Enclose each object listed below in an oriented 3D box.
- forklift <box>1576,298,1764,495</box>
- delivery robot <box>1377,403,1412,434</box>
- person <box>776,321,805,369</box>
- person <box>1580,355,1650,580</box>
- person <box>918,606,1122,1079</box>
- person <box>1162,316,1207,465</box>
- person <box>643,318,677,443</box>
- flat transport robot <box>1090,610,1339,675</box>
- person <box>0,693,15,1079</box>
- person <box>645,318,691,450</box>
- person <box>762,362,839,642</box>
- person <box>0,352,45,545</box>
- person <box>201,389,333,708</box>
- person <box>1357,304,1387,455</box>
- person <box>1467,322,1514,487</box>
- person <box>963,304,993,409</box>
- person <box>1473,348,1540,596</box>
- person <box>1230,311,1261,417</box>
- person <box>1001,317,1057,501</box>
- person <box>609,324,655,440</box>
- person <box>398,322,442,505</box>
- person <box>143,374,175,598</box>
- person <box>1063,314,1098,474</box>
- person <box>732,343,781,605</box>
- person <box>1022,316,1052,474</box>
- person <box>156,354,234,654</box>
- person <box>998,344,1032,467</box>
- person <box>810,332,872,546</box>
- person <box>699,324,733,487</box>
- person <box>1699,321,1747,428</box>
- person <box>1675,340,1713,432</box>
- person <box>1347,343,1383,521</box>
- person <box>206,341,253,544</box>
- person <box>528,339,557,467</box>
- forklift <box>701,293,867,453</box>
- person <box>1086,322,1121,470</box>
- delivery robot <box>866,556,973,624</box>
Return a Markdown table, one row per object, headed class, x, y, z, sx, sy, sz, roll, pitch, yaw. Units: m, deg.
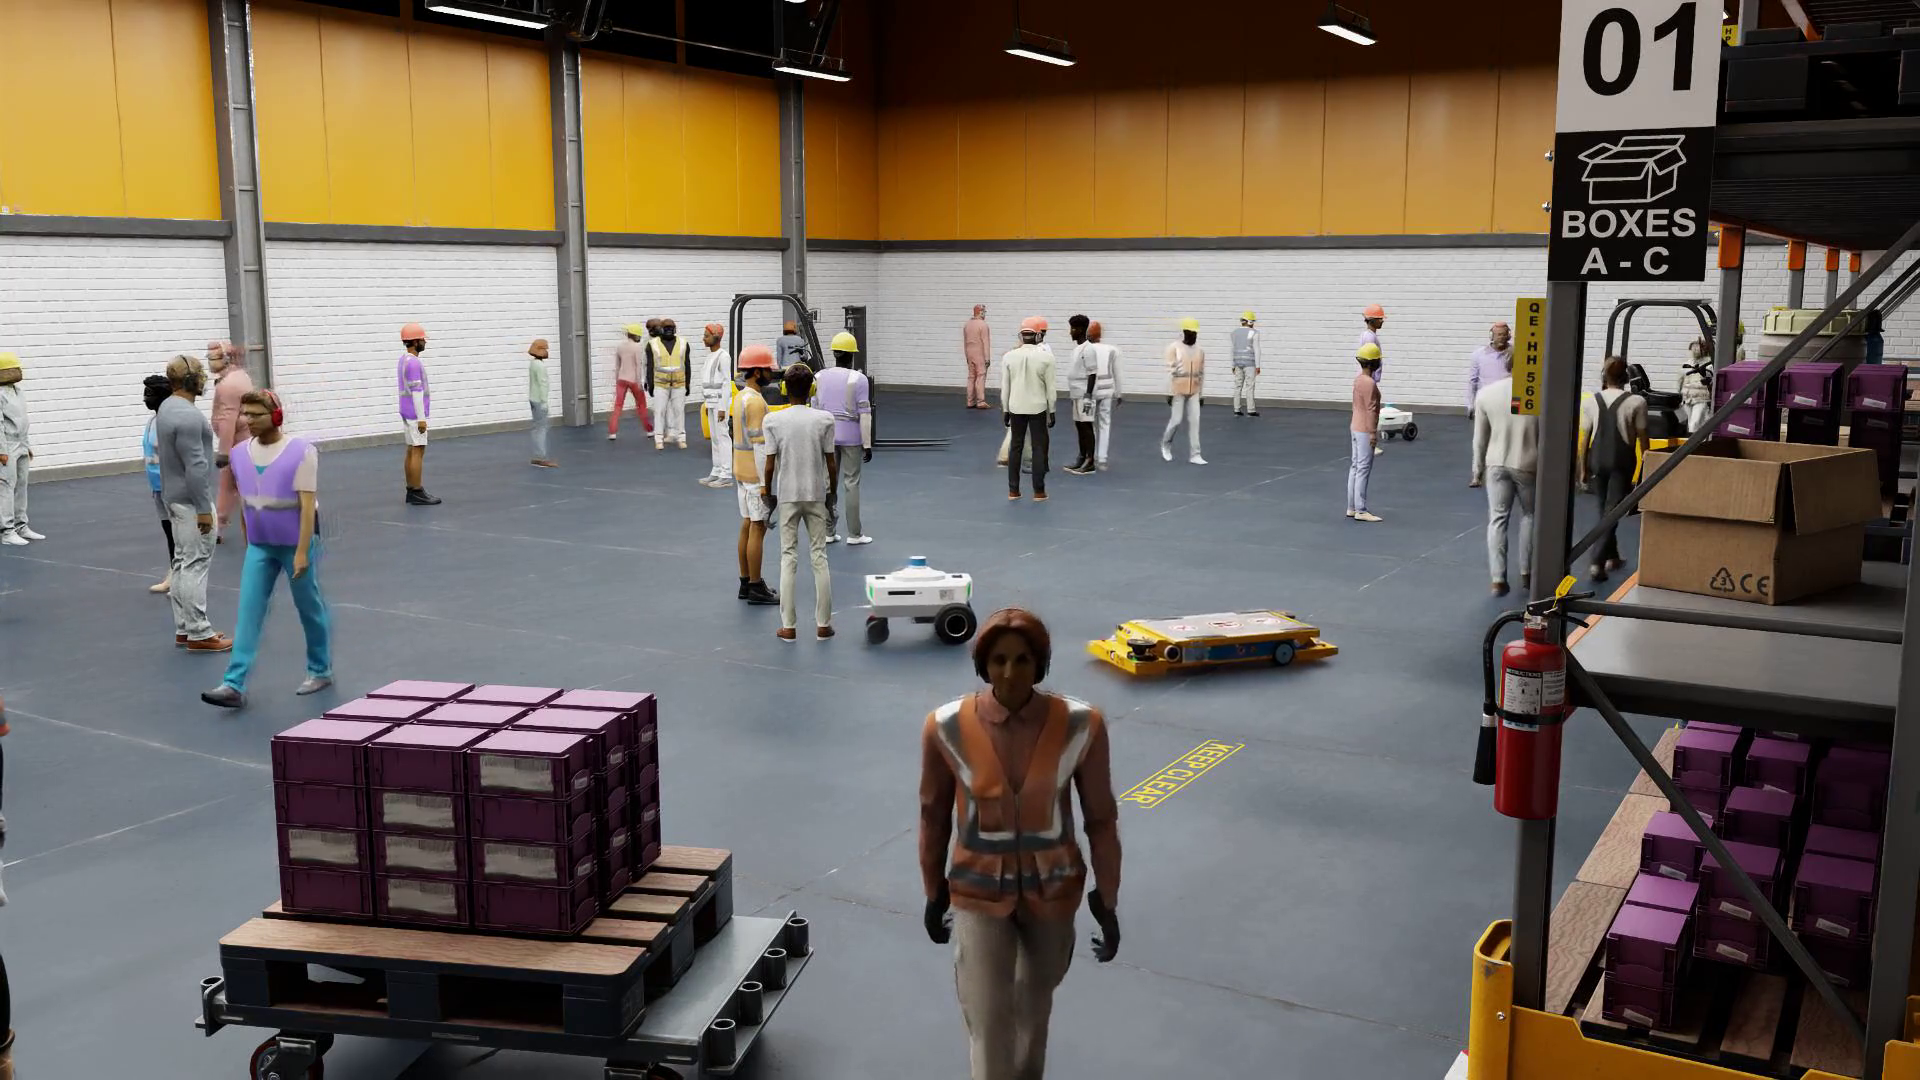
| class | x | y | z | sx | sy | sz | roll | pitch | yaw |
| --- | --- | --- | --- | --- | --- | --- | --- | --- | --- |
| forklift | 7.954 | -1.589 | 18.462 | 2.313 | 2.155 | 1.214 | 5 | 11 | 30 |
| delivery robot | 6.281 | -1.769 | 24.395 | 0.707 | 0.478 | 0.477 | -5 | 10 | -28 |
| person | -2.958 | -3.017 | 29.120 | 0.497 | 1.633 | 0.279 | 0 | 9 | 0 |
| person | 5.281 | -0.591 | 13.466 | 0.507 | 1.805 | 0.960 | 9 | 13 | 43 |
| person | 0.156 | 0.959 | 4.418 | 0.528 | 1.589 | 0.881 | 0 | 9 | -2 |
| person | 2.912 | -1.936 | 21.522 | 0.622 | 1.907 | 0.708 | -4 | 10 | -24 |
| person | -4.317 | -2.317 | 24.169 | 0.716 | 1.818 | 0.457 | 4 | 10 | 24 |
| flat transport robot | 1.613 | 0.635 | 10.562 | 1.431 | 0.197 | 0.652 | -3 | 10 | -20 |
| person | -3.026 | 0.846 | 4.816 | 0.318 | 1.696 | 0.532 | 8 | 12 | 40 |
| person | -4.069 | -2.179 | 23.260 | 0.630 | 1.840 | 0.431 | -3 | 10 | -20 |
| person | -1.066 | -0.250 | 11.113 | 0.516 | 1.873 | 0.329 | -1 | 9 | -9 |
| person | -8.612 | -0.834 | 15.144 | 0.284 | 1.746 | 0.490 | 0 | 9 | -2 |
| person | -3.922 | 0.056 | 9.427 | 0.572 | 1.802 | 0.939 | 2 | 9 | 12 |
| person | 5.581 | -2.173 | 22.575 | 0.371 | 2.044 | 0.607 | 1 | 9 | 7 |
| person | 6.139 | -1.539 | 19.045 | 0.651 | 1.905 | 0.409 | 3 | 10 | 19 |
| person | 0.350 | -3.321 | 30.167 | 0.402 | 1.906 | 0.652 | -7 | 11 | -37 |
| person | 4.303 | -0.554 | 12.867 | 0.653 | 1.904 | 0.871 | 5 | 10 | 28 |
| person | 4.903 | -3.008 | 28.471 | 0.586 | 1.823 | 0.403 | 8 | 12 | 42 |
| person | 0.752 | -1.413 | 18.026 | 0.620 | 1.987 | 0.407 | 3 | 10 | 20 |
| person | -4.871 | -2.343 | 24.674 | 0.605 | 1.708 | 0.799 | 5 | 10 | 29 |
| person | -5.776 | -1.341 | 17.699 | 0.347 | 1.942 | 0.549 | -5 | 10 | -30 |
| person | -6.003 | -0.406 | 12.627 | 0.320 | 1.695 | 0.537 | -9 | 13 | -44 |
| person | 1.500 | -1.785 | 20.398 | 0.369 | 1.963 | 0.609 | -2 | 9 | -11 |
| person | -1.504 | -0.487 | 12.373 | 0.349 | 1.942 | 0.545 | -4 | 10 | -21 |
| person | 0.942 | -1.779 | 20.443 | 0.356 | 1.936 | 0.551 | 2 | 9 | 14 |
| person | -4.977 | -0.232 | 10.786 | 0.358 | 1.938 | 0.636 | -7 | 11 | -37 |
| person | 0.806 | -1.720 | 21.167 | 0.751 | 1.592 | 0.521 | -4 | 10 | -24 |
| person | -1.058 | -0.912 | 15.064 | 0.595 | 1.925 | 0.372 | 4 | 10 | 25 |
| person | -2.807 | -1.547 | 19.170 | 0.354 | 1.883 | 0.573 | -4 | 10 | -26 |
| person | 10.960 | -2.232 | 23.766 | 0.942 | 1.790 | 0.590 | -3 | 9 | -16 |
| person | 9.572 | -1.799 | 21.589 | 0.739 | 1.609 | 0.522 | -6 | 11 | -35 |
| person | 4.049 | -1.074 | 16.565 | 0.296 | 1.772 | 0.533 | 0 | 9 | -2 |
| person | -6.538 | -0.858 | 14.957 | 0.926 | 1.854 | 0.671 | -4 | 10 | -23 |
| person | -5.345 | -1.745 | 21.180 | 0.270 | 1.632 | 0.506 | -5 | 10 | -29 |
| forklift | -2.458 | -2.344 | 23.176 | 2.313 | 2.155 | 1.214 | 0 | 9 | -2 |
| person | 1.734 | -1.795 | 20.877 | 0.646 | 1.869 | 0.669 | -2 | 9 | -10 |
| delivery robot | -0.279 | 0.351 | 11.159 | 0.707 | 0.478 | 0.477 | -1 | 9 | -5 |
